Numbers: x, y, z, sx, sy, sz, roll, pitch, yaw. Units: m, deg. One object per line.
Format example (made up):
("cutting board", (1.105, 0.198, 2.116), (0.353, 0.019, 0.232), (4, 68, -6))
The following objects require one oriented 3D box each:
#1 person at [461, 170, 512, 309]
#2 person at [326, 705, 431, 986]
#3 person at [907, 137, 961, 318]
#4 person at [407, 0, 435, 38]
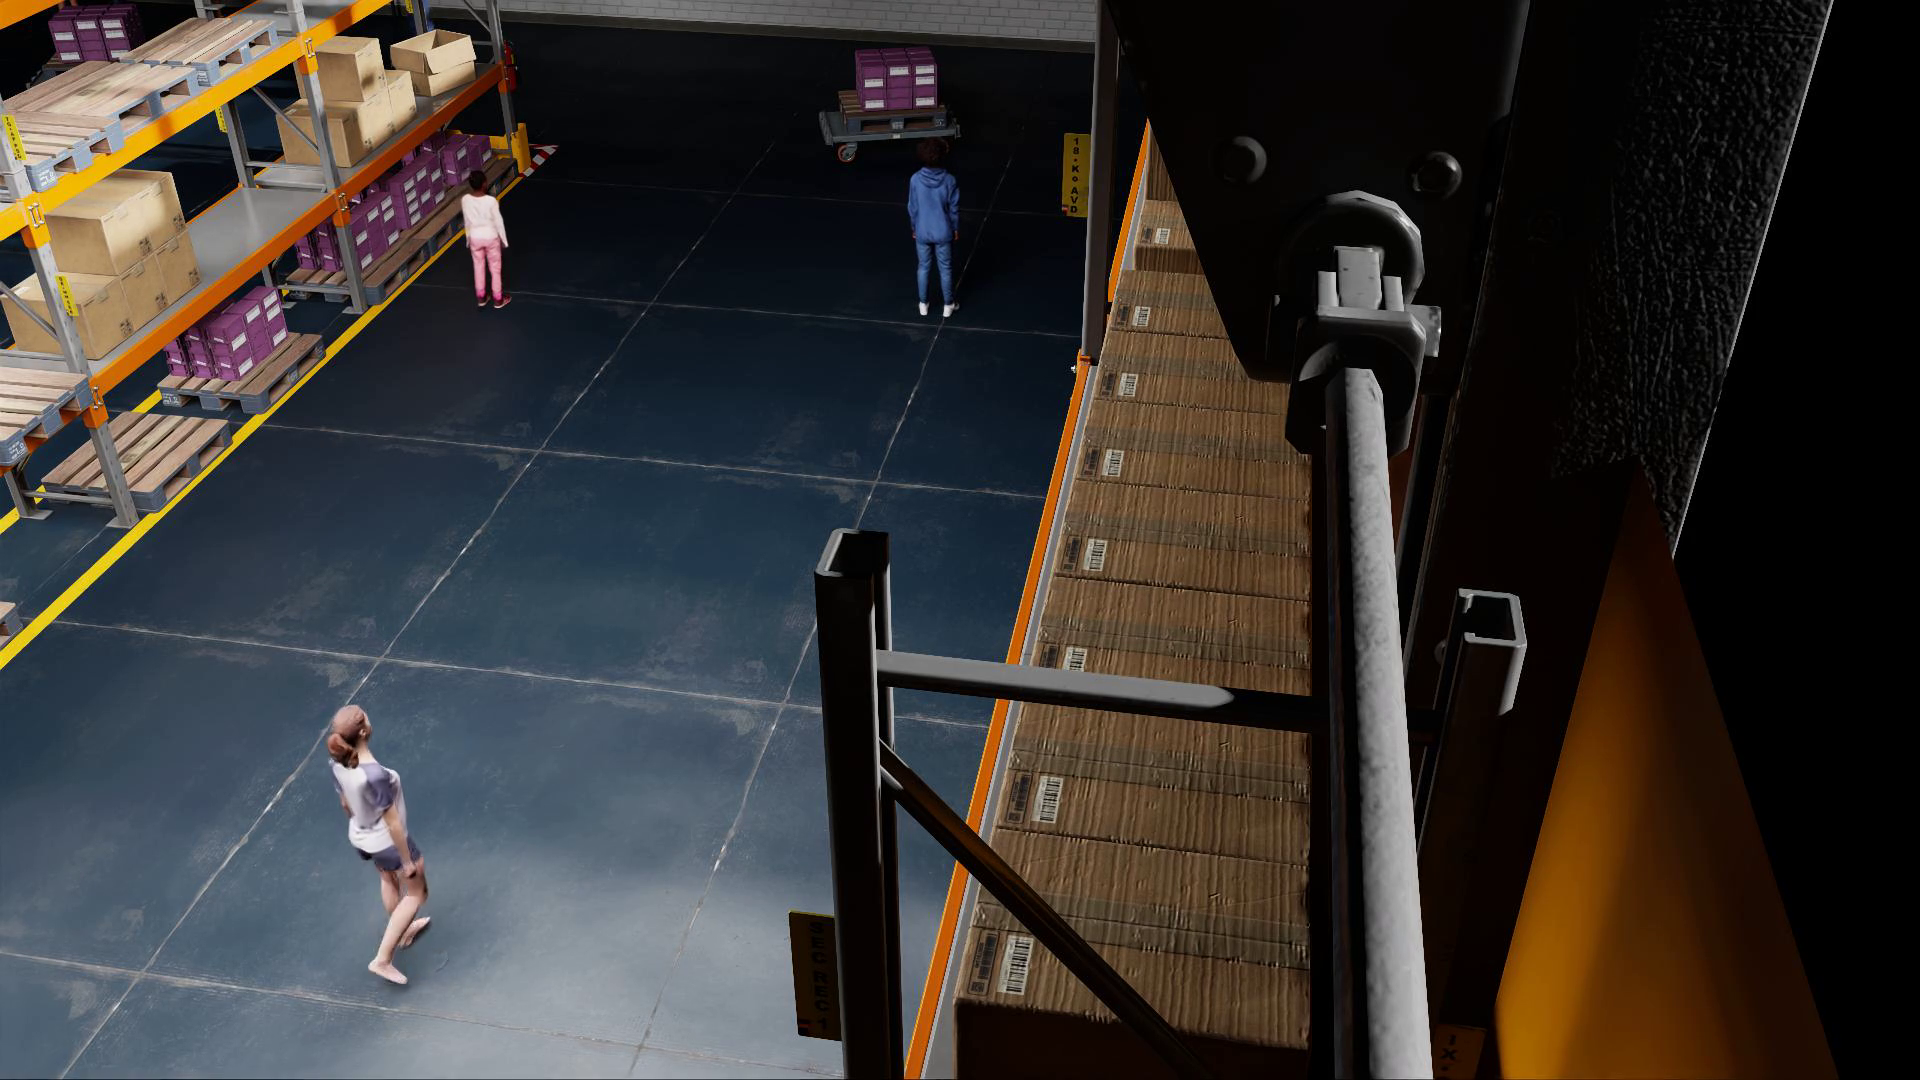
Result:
("person", (-4.727, -2.994, 16.504), (0.572, 1.447, 0.504), (4, 34, 5))
("person", (-3.212, 1.682, 9.194), (0.762, 1.751, 0.884), (23, 40, 31))
("person", (-0.249, -3.056, 16.268), (0.672, 1.811, 0.565), (7, 34, 11))
("person", (-6.943, -6.575, 21.513), (0.797, 1.867, 0.650), (-8, 34, -12))
